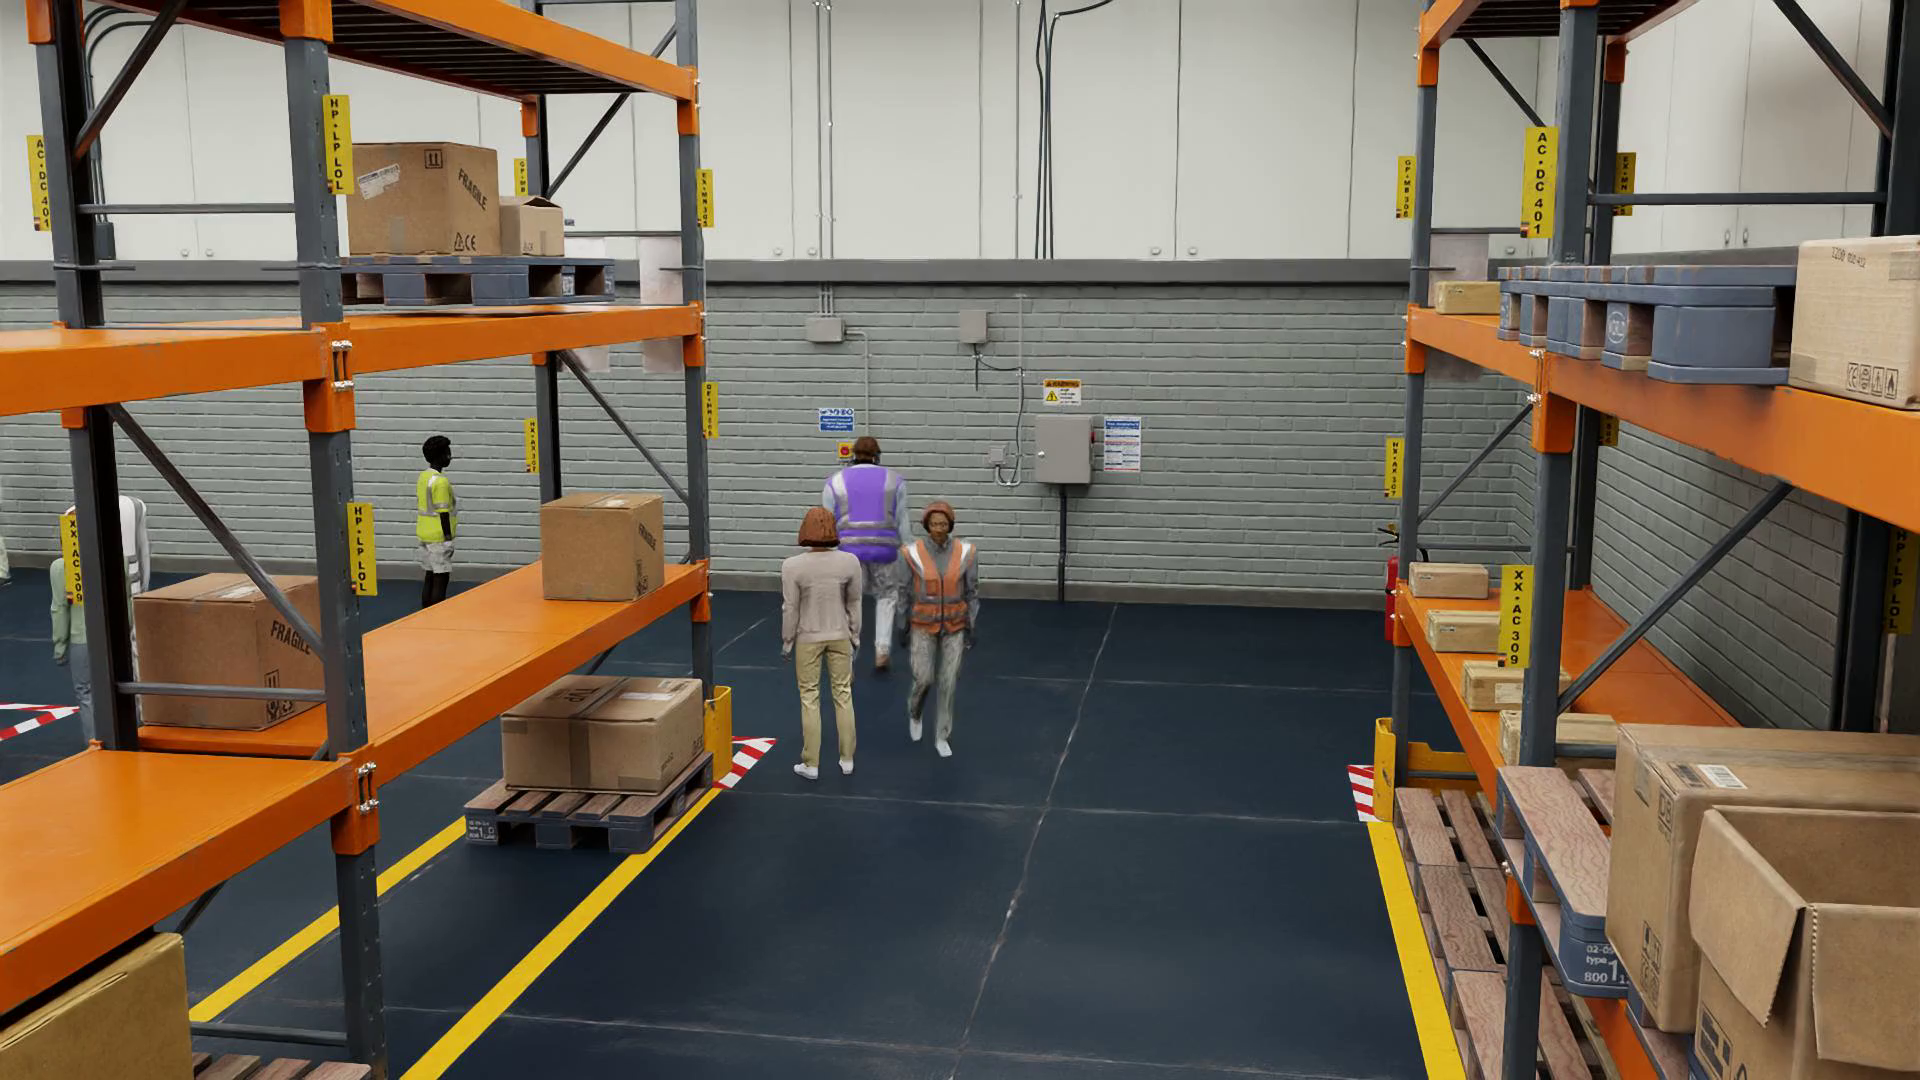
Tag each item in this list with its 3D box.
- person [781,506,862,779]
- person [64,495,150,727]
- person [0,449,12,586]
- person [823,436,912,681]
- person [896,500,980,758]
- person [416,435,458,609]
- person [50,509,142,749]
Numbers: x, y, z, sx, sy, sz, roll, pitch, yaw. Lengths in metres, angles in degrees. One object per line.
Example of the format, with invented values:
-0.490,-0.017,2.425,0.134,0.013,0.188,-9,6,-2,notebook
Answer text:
-0.828,0.613,9.966,0.507,1.631,0.265,-4,10,-23,person
-5.460,0.370,10.691,0.337,1.884,0.583,4,10,23,person
-9.435,-0.409,15.955,0.574,1.737,0.354,4,10,22,person
-0.707,0.128,12.459,0.712,1.793,0.672,0,9,-2,person
-0.141,0.548,10.414,0.513,1.623,0.417,-2,9,-10,person
-4.276,-0.016,13.643,0.317,1.697,0.540,-6,11,-34,person
-5.198,0.612,10.015,0.303,1.625,0.498,5,10,26,person
